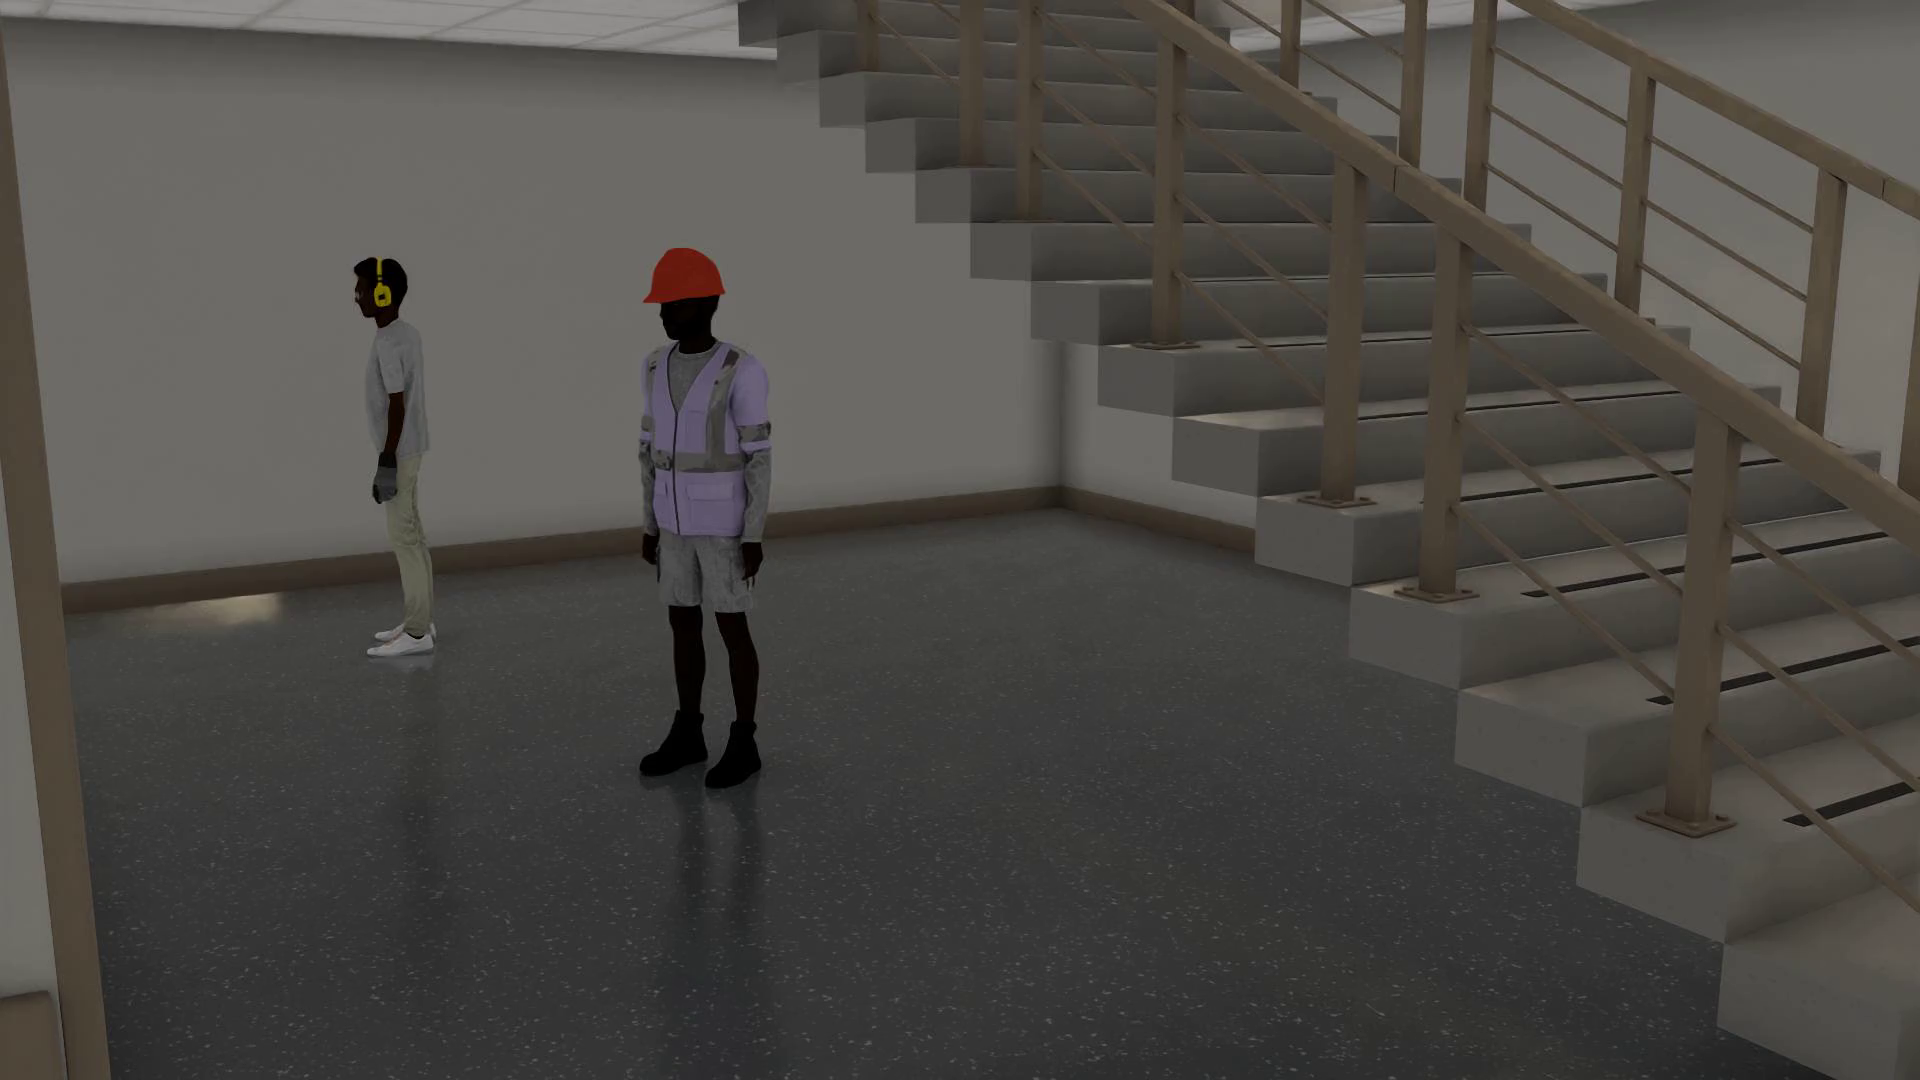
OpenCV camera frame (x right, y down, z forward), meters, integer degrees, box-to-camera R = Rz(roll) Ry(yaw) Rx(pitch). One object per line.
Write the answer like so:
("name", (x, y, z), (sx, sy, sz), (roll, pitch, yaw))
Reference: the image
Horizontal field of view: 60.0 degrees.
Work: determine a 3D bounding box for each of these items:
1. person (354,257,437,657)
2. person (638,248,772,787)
("person", (-2.665, -0.385, 7.820), (0.328, 1.871, 0.510), (-2, 11, -11))
("person", (-0.941, -0.070, 5.981), (0.549, 1.936, 0.377), (6, 12, 30))
